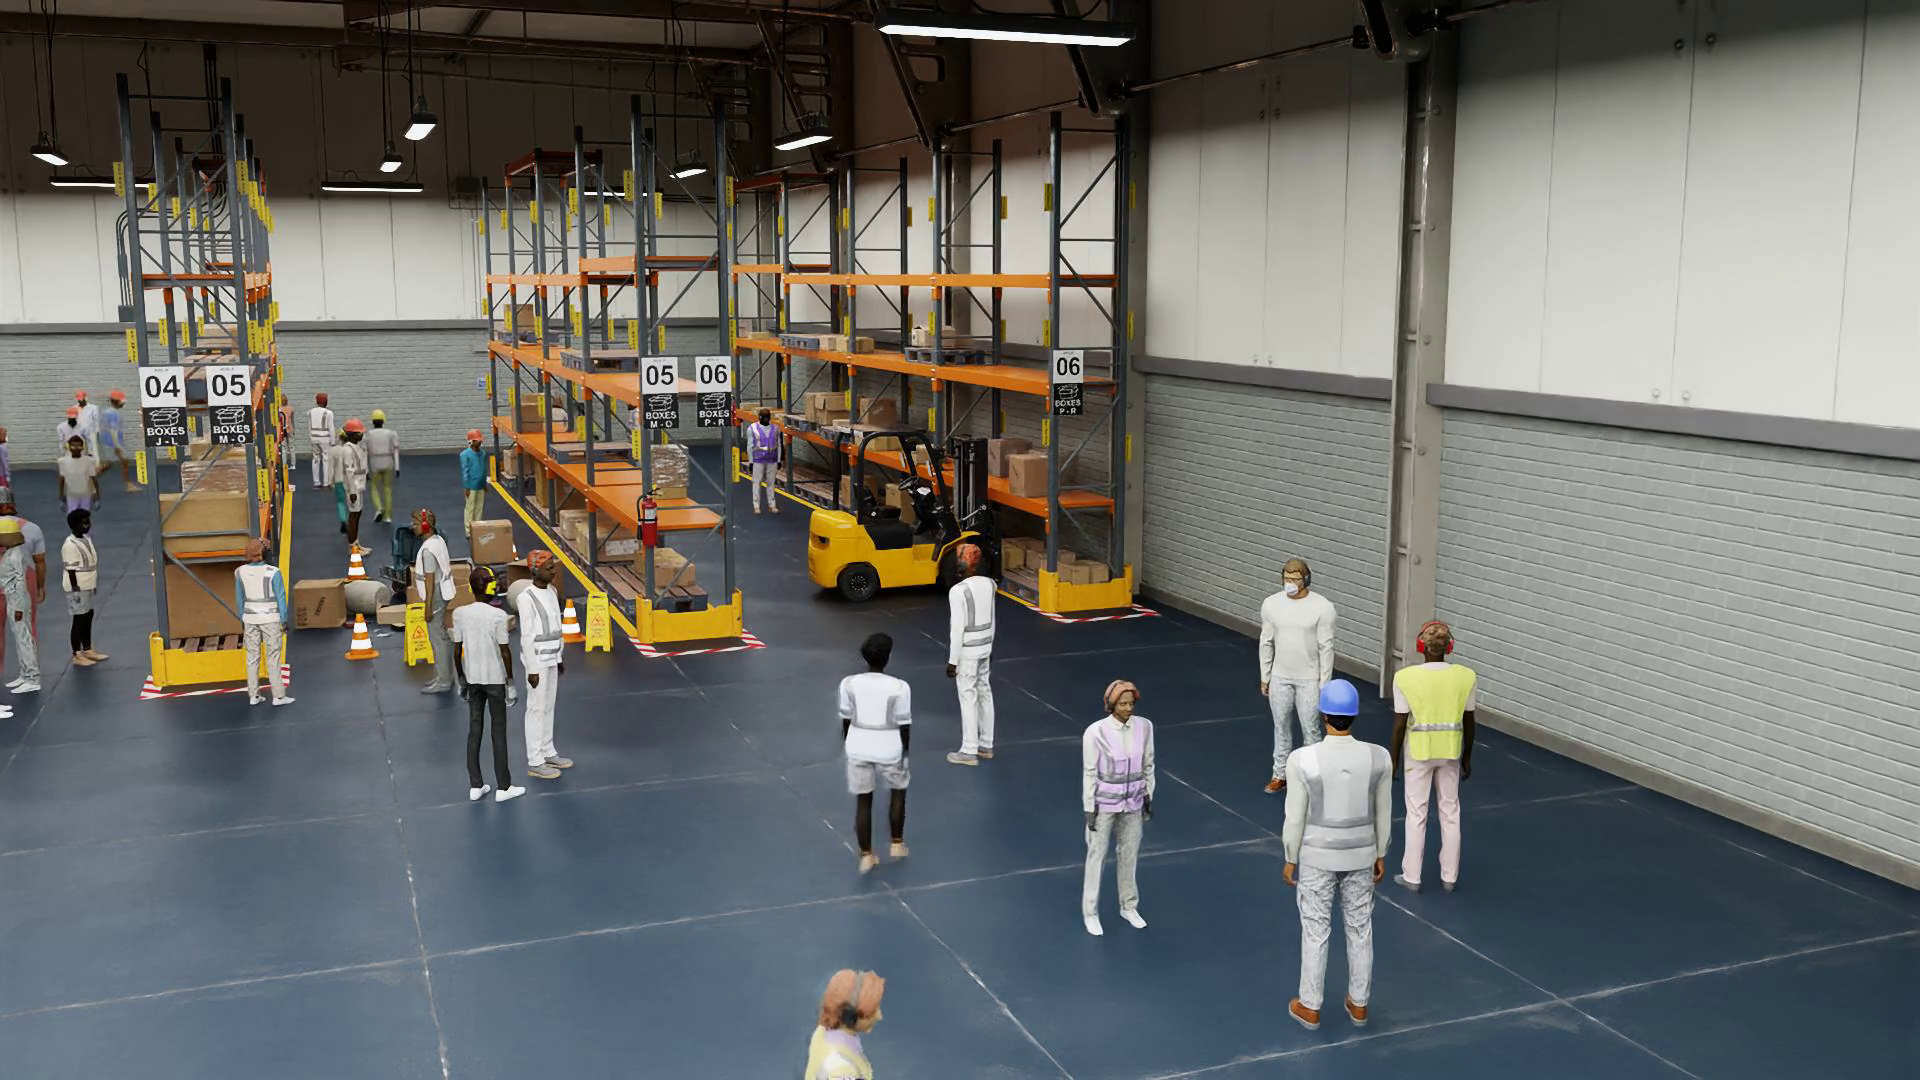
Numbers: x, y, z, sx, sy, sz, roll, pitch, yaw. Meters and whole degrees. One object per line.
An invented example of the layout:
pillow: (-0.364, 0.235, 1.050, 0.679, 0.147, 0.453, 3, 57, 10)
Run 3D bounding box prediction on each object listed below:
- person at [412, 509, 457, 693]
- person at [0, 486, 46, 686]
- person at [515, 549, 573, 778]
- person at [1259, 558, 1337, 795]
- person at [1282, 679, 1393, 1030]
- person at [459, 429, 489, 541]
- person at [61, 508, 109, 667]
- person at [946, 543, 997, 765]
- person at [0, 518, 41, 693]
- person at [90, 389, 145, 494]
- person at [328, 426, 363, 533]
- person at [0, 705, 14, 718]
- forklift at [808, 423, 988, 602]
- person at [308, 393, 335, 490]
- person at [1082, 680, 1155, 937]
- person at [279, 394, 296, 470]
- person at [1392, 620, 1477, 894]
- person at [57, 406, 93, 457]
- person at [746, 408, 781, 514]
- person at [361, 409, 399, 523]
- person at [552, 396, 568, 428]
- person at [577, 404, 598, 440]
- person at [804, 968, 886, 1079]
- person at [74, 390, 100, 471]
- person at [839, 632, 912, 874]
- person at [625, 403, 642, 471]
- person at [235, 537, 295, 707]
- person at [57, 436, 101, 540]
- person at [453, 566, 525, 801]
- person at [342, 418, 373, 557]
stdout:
person: (-5.206, 0.600, 16.526, 0.385, 1.837, 0.561, -2, 9, -11)
person: (-9.635, 0.447, 16.831, 0.684, 2.000, 0.535, -7, 11, -37)
person: (-3.445, 1.014, 13.766, 0.355, 1.882, 0.575, 1, 9, 8)
person: (2.656, 1.091, 13.150, 0.623, 1.932, 0.369, 6, 11, 32)
person: (2.058, 1.721, 9.106, 0.605, 1.949, 0.384, -1, 9, -6)
person: (-7.547, -0.859, 25.949, 0.333, 1.753, 0.562, 3, 10, 21)
person: (-9.302, 0.501, 17.607, 0.321, 1.686, 0.539, -1, 9, -8)
person: (0.093, 0.962, 14.087, 0.349, 1.882, 0.577, 7, 11, 37)
person: (-9.391, 0.646, 16.515, 0.320, 1.742, 0.492, -7, 11, -36)
person: (-16.118, -1.857, 31.517, 0.978, 2.000, 0.646, -3, 10, -19)
person: (-9.770, -0.945, 26.494, 0.564, 1.744, 0.417, -3, 10, -20)
person: (-9.112, 0.738, 15.538, 0.322, 1.871, 0.531, -5, 10, -30)
forklift: (-0.830, -0.399, 21.676, 2.313, 2.155, 1.214, -4, 10, -21)
person: (-12.313, -1.896, 32.117, 0.567, 1.878, 0.356, 3, 10, 18)
person: (0.988, 1.669, 10.438, 0.519, 1.631, 0.322, -4, 10, -25)
person: (-14.294, -2.269, 35.190, 0.308, 1.641, 0.515, 5, 10, 28)
person: (3.149, 1.454, 11.101, 0.563, 1.847, 0.389, 0, 9, -2)
person: (-16.573, -1.666, 31.169, 0.564, 1.718, 0.783, -4, 10, -25)
person: (-3.390, -1.375, 28.919, 0.625, 1.846, 0.429, -5, 10, -27)
person: (-9.674, -1.225, 27.781, 0.600, 1.911, 0.427, -4, 10, -26)
person: (-8.473, -2.234, 35.037, 0.501, 1.615, 0.653, -5, 10, -27)
person: (-7.157, -1.799, 32.087, 0.539, 1.694, 0.340, 8, 12, 41)
person: (-0.510, 2.359, 6.187, 0.833, 1.600, 0.528, -1, 9, -6)
person: (-18.401, -2.286, 34.981, 0.575, 1.739, 0.348, -2, 9, -10)
person: (-0.568, 1.462, 11.589, 0.537, 1.679, 0.567, 2, 9, 11)
person: (-6.425, -2.000, 32.935, 0.404, 1.824, 0.591, -3, 9, -18)
person: (-6.680, 0.789, 15.941, 0.514, 1.641, 0.308, 2, 9, 10)
person: (-12.660, -0.579, 23.915, 0.530, 1.848, 0.587, -4, 10, -25)
person: (-3.728, 1.129, 13.100, 0.518, 1.865, 0.328, 2, 9, 15)
person: (-8.880, -0.772, 24.499, 0.380, 2.041, 0.616, -2, 9, -10)
